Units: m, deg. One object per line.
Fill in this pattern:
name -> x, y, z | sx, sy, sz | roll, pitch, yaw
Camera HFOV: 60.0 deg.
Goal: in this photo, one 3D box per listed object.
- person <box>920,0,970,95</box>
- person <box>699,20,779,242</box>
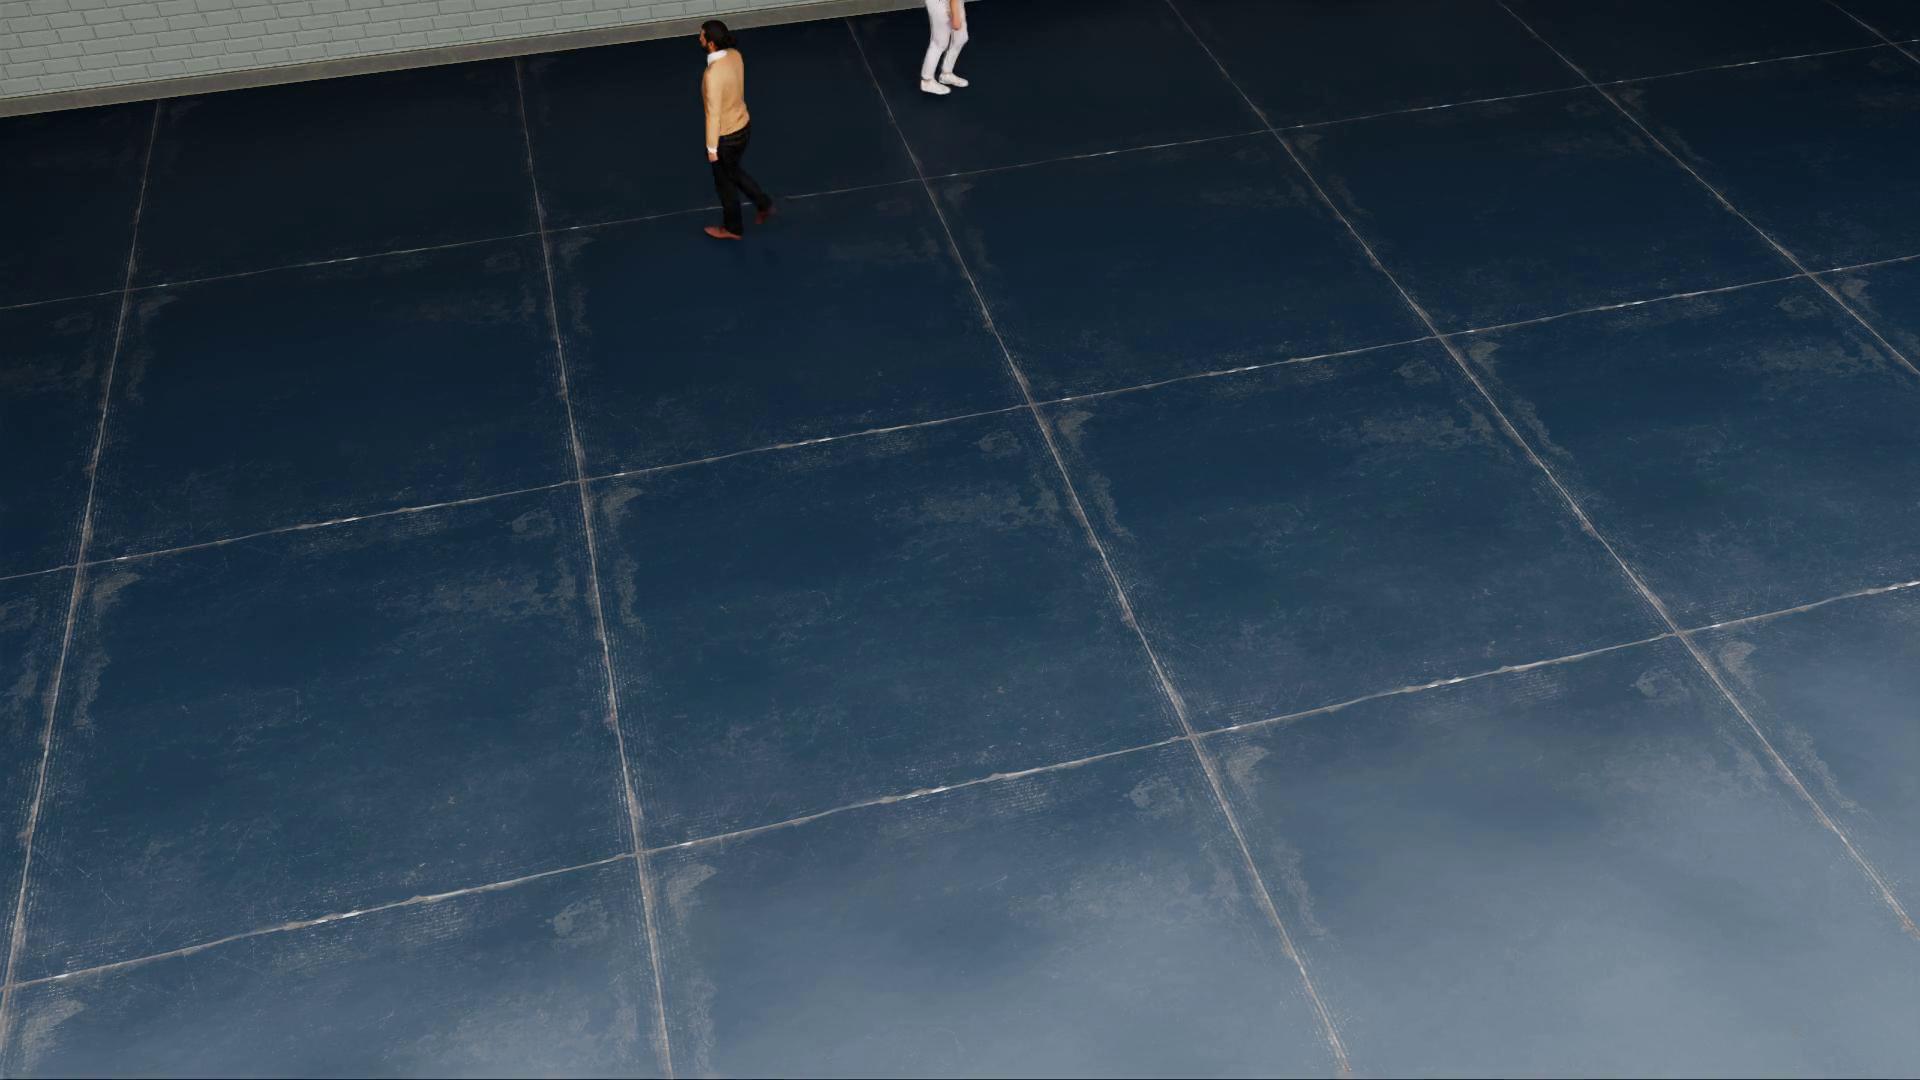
person -> -0.169, -4.453, 13.743 | 0.820, 1.654, 0.750 | 2, 43, 2
person -> -1.617, -2.935, 12.050 | 0.920, 1.746, 0.887 | 9, 44, 9
